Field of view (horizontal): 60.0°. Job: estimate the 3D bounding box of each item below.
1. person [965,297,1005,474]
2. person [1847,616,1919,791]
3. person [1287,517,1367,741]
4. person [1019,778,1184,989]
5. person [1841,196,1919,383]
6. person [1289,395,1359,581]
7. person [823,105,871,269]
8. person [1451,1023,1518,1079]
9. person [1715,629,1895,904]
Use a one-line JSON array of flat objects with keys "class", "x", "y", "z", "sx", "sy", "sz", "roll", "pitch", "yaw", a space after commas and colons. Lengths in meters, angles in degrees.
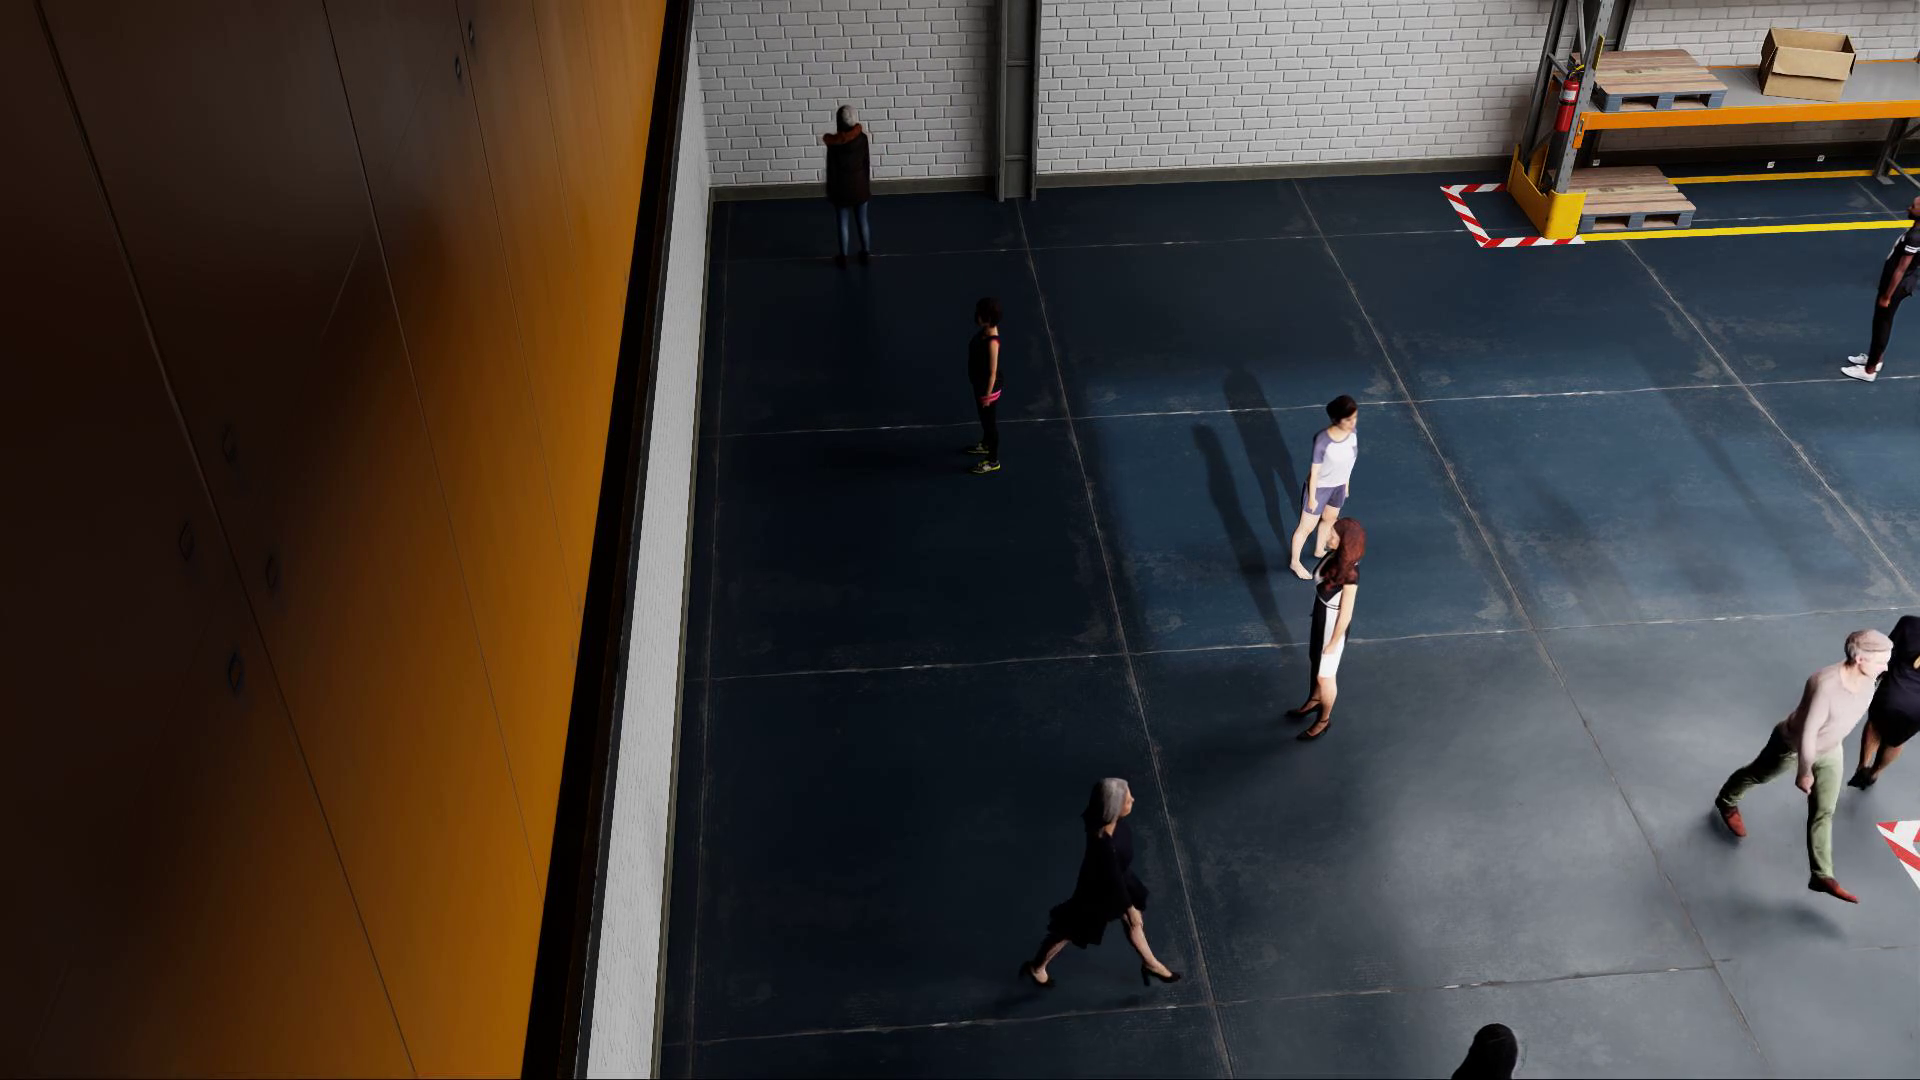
[{"class": "person", "x": 0.215, "y": -1.264, "z": 13.313, "sx": 0.501, "sy": 1.551, "sz": 0.533, "roll": -4, "pitch": 39, "yaw": -5}, {"class": "person", "x": 5.902, "y": 1.010, "z": 10.380, "sx": 0.840, "sy": 1.658, "sz": 0.913, "roll": 22, "pitch": 44, "yaw": 25}, {"class": "person", "x": 2.399, "y": 0.573, "z": 10.818, "sx": 0.474, "sy": 1.796, "sz": 0.579, "roll": -2, "pitch": 39, "yaw": -3}, {"class": "person", "x": 0.686, "y": 1.962, "z": 9.158, "sx": 1.205, "sy": 1.696, "sz": 0.710, "roll": 3, "pitch": 39, "yaw": 3}, {"class": "person", "x": 8.056, "y": -2.174, "z": 14.311, "sx": 0.729, "sy": 1.729, "sz": 0.692, "roll": 20, "pitch": 43, "yaw": 24}, {"class": "person", "x": 2.696, "y": -0.415, "z": 12.241, "sx": 0.608, "sy": 1.562, "sz": 0.707, "roll": -23, "pitch": 44, "yaw": -26}, {"class": "person", "x": -1.055, "y": -3.376, "z": 15.892, "sx": 0.645, "sy": 1.633, "sz": 0.759, "roll": -14, "pitch": 41, "yaw": -17}, {"class": "person", "x": 2.429, "y": 2.879, "z": 7.977, "sx": 0.492, "sy": 1.736, "sz": 0.571, "roll": -2, "pitch": 39, "yaw": -2}, {"class": "person", "x": 5.021, "y": 1.202, "z": 10.017, "sx": 1.286, "sy": 1.812, "sz": 0.943, "roll": -11, "pitch": 40, "yaw": -13}]
